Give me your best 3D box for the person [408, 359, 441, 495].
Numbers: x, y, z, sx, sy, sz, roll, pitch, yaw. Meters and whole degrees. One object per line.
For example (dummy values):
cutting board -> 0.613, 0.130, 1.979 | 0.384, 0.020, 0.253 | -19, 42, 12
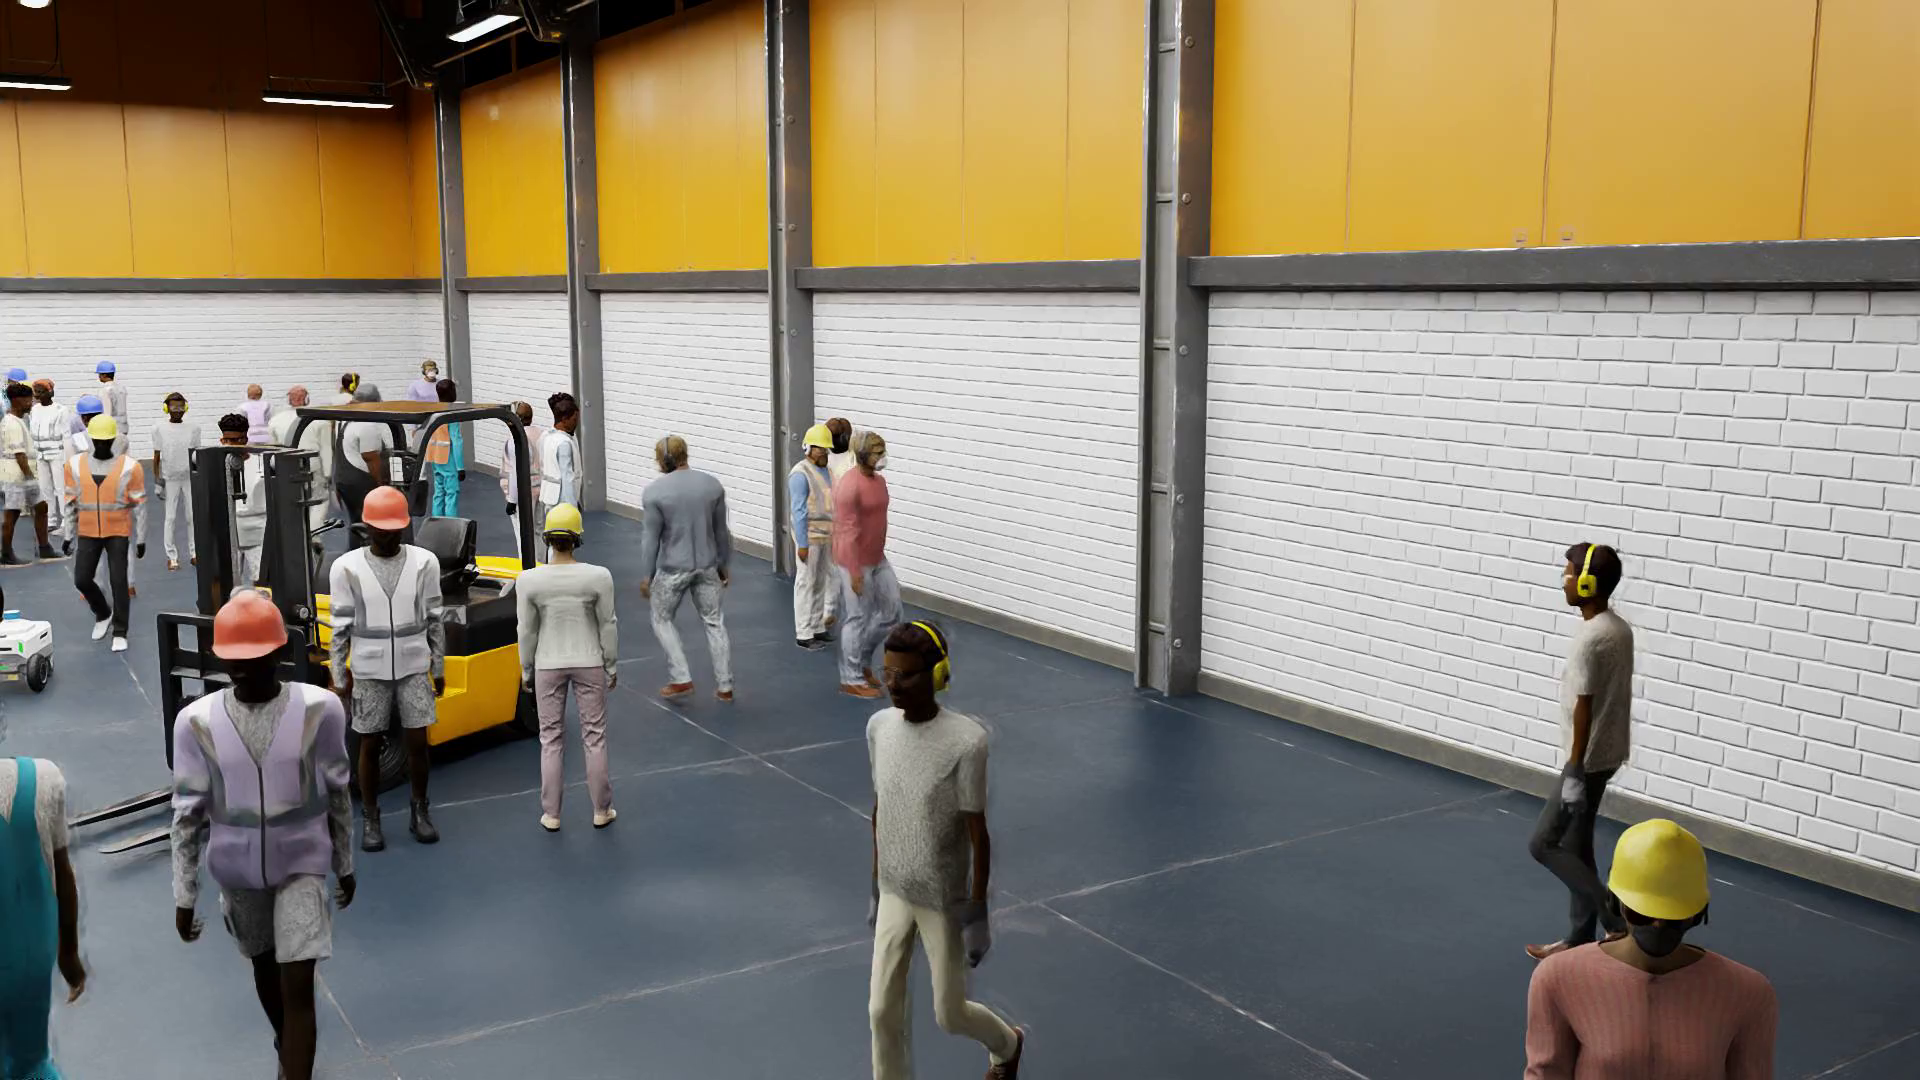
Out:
person -> -7.564, -1.613, 23.818 | 0.627, 1.941, 0.370 | -6, 10, -35

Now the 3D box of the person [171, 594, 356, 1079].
person -> -2.344, 1.118, 5.589 | 0.565, 1.880, 0.994 | -2, 9, -15

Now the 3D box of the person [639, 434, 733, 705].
person -> -1.888, 0.220, 11.586 | 0.707, 1.904, 0.531 | -7, 11, -37

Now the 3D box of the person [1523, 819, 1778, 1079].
person -> 1.512, 1.463, 3.699 | 0.519, 1.757, 0.337 | 2, 9, 14

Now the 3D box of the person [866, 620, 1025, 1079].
person -> -0.072, 1.155, 5.499 | 0.519, 1.846, 0.801 | 6, 10, 36

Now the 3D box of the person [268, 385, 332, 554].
person -> -7.131, -0.738, 18.069 | 0.667, 1.884, 0.499 | -1, 8, -4

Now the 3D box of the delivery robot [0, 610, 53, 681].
delivery robot -> -6.918, 0.758, 12.163 | 0.477, 0.478, 0.707 | -2, 9, -13

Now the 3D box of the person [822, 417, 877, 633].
person -> -1.015, -0.126, 14.135 | 0.624, 1.841, 0.430 | 5, 10, 31

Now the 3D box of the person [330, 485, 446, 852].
person -> -2.925, 0.664, 8.562 | 0.565, 1.919, 0.451 | -4, 9, -25

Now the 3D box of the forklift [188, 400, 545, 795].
forklift -> -3.529, 0.258, 10.348 | 1.214, 2.155, 2.313 | 4, 9, 25

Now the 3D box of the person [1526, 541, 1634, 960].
person -> 2.636, 0.930, 6.964 | 0.450, 1.852, 0.545 | 6, 11, 37

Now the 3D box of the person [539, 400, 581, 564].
person -> -3.621, -0.316, 15.164 | 0.390, 1.914, 0.587 | -4, 10, -27

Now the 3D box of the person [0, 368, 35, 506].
person -> -12.926, -1.412, 22.692 | 0.970, 1.884, 0.637 | 7, 11, 38

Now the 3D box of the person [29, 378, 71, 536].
person -> -10.814, -0.981, 19.779 | 0.577, 1.879, 0.352 | 3, 9, 18

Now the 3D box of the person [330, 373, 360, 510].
person -> -8.183, -1.311, 22.161 | 0.546, 1.837, 0.798 | 2, 9, 13

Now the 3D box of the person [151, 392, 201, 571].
person -> -8.139, -0.615, 17.357 | 0.512, 1.862, 0.326 | -7, 11, -41

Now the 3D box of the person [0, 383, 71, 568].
person -> -9.758, -0.675, 17.466 | 0.791, 1.934, 0.633 | -3, 9, -21

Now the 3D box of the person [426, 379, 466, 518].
person -> -5.800, -0.854, 18.780 | 0.590, 1.917, 0.391 | 7, 11, 39

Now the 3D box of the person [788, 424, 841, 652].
person -> -1.162, -0.025, 13.485 | 0.404, 1.829, 0.592 | 3, 9, 20

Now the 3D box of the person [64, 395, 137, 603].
person -> -8.039, -0.382, 15.539 | 0.427, 1.938, 0.604 | 6, 10, 34

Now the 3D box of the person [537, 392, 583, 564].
person -> -3.722, -0.409, 15.605 | 0.361, 1.964, 0.617 | 2, 9, 11

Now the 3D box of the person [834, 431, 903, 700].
person -> -0.650, 0.190, 11.750 | 0.436, 1.923, 0.634 | 4, 9, 26

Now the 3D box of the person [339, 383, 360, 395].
person -> -8.503, -1.433, 23.267 | 0.318, 1.743, 0.487 | -5, 10, -32

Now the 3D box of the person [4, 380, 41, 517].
person -> -11.976, -1.164, 21.371 | 0.527, 1.768, 0.317 | 1, 8, 4

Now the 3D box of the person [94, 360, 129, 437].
person -> -11.830, -1.529, 23.221 | 0.406, 1.946, 0.608 | 0, 8, -1

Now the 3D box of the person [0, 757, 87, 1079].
person -> -2.747, 1.266, 4.772 | 0.464, 1.832, 0.548 | 4, 9, 24

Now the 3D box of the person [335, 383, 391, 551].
person -> -5.982, -0.603, 16.668 | 0.553, 2.000, 0.722 | -7, 11, -40

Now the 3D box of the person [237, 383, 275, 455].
person -> -9.892, -1.395, 23.424 | 0.519, 1.623, 0.488 | -3, 9, -21

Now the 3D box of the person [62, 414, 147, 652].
person -> -6.926, -0.068, 13.473 | 0.646, 1.913, 0.545 | -2, 9, -12

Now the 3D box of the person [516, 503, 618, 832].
person -> -2.097, 0.684, 8.916 | 0.523, 1.769, 0.315 | -2, 9, -10

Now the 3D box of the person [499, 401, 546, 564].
person -> -4.239, -0.426, 16.143 | 0.429, 1.845, 0.621 | 1, 9, 10
